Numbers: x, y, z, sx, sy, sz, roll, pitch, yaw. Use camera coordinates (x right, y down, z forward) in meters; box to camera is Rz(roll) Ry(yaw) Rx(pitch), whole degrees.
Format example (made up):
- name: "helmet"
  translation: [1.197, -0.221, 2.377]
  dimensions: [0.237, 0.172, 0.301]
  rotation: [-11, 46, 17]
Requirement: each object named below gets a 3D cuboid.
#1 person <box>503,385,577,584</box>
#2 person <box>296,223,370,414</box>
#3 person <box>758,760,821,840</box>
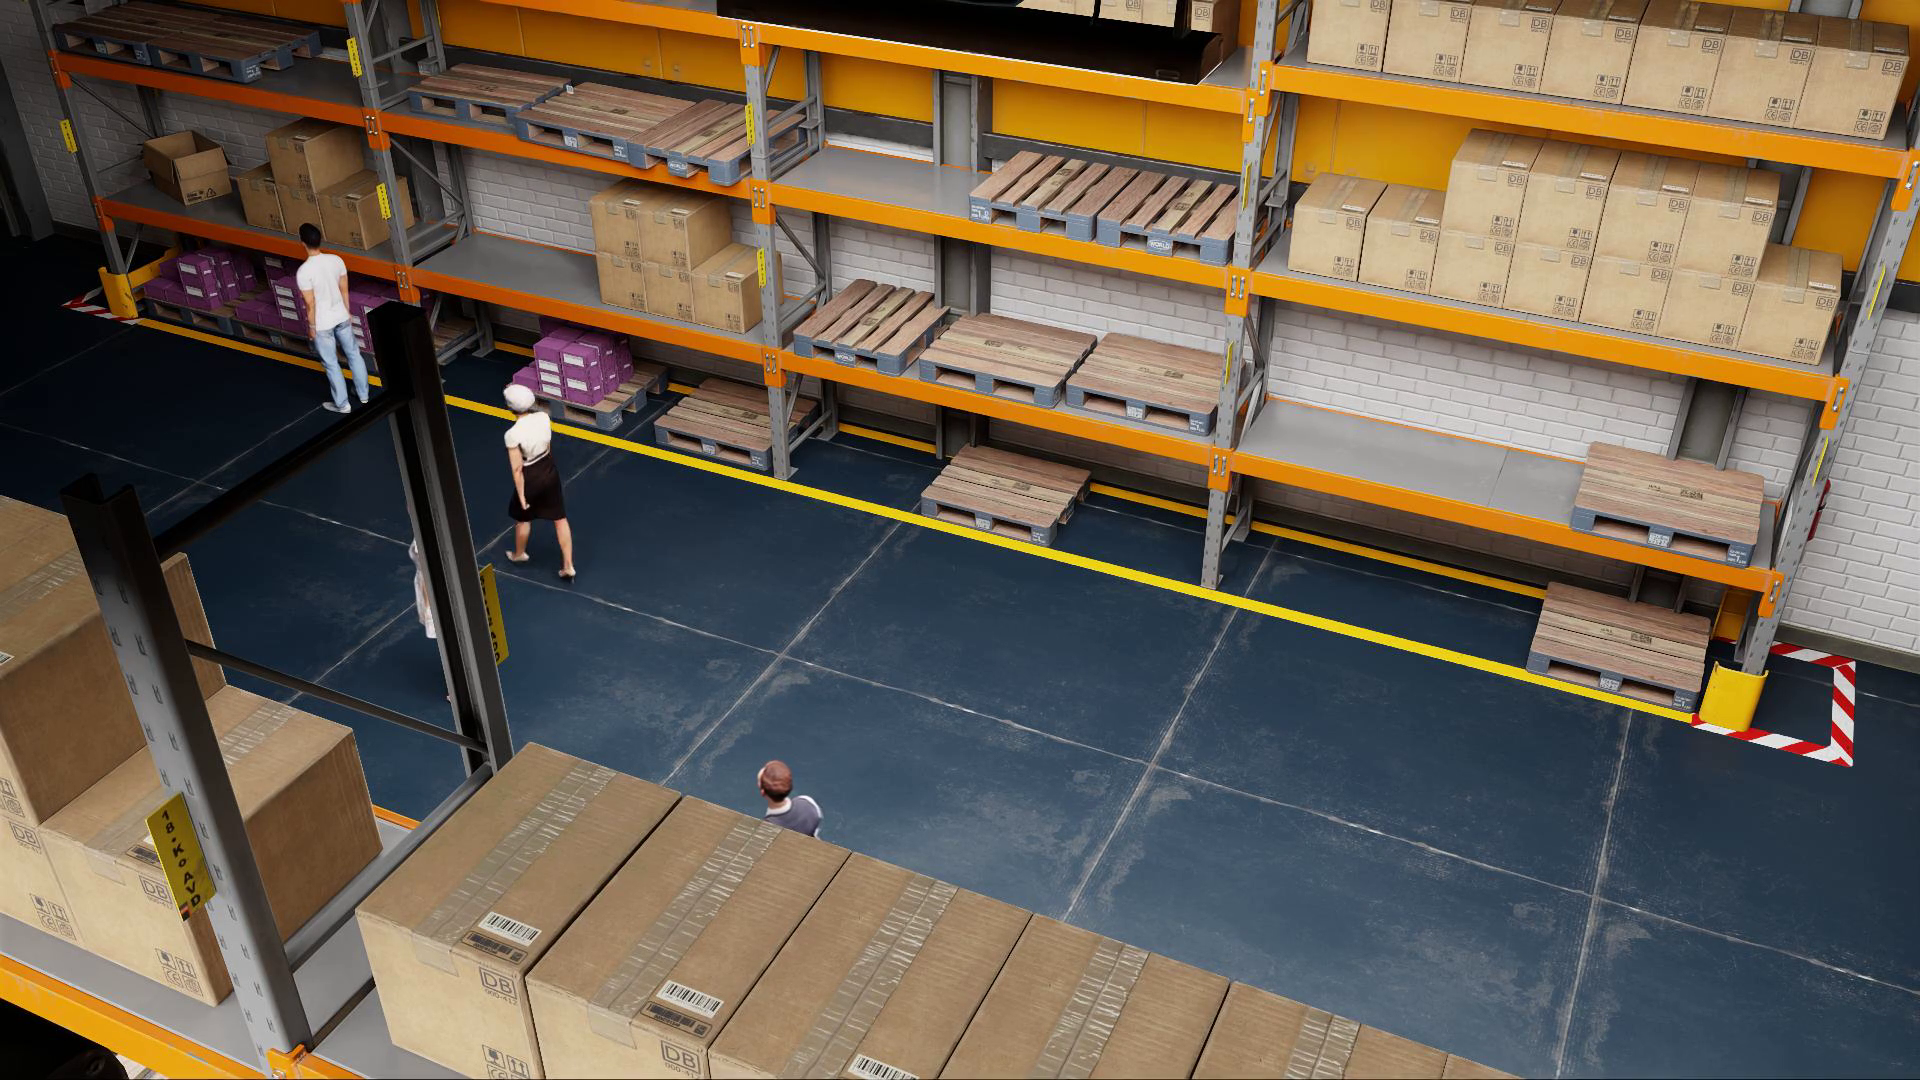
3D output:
- name: "person"
  translation: [-3.263, -0.398, 13.126]
  dimensions: [1.025, 1.724, 0.794]
  rotation: [25, 41, 33]
- name: "person"
  translation: [-5.878, -2.071, 15.514]
  dimensions: [0.617, 1.866, 0.707]
  rotation: [21, 39, 28]
- name: "person"
  translation: [-0.967, 2.001, 9.322]
  dimensions: [0.647, 1.938, 0.717]
  rotation: [25, 41, 32]
